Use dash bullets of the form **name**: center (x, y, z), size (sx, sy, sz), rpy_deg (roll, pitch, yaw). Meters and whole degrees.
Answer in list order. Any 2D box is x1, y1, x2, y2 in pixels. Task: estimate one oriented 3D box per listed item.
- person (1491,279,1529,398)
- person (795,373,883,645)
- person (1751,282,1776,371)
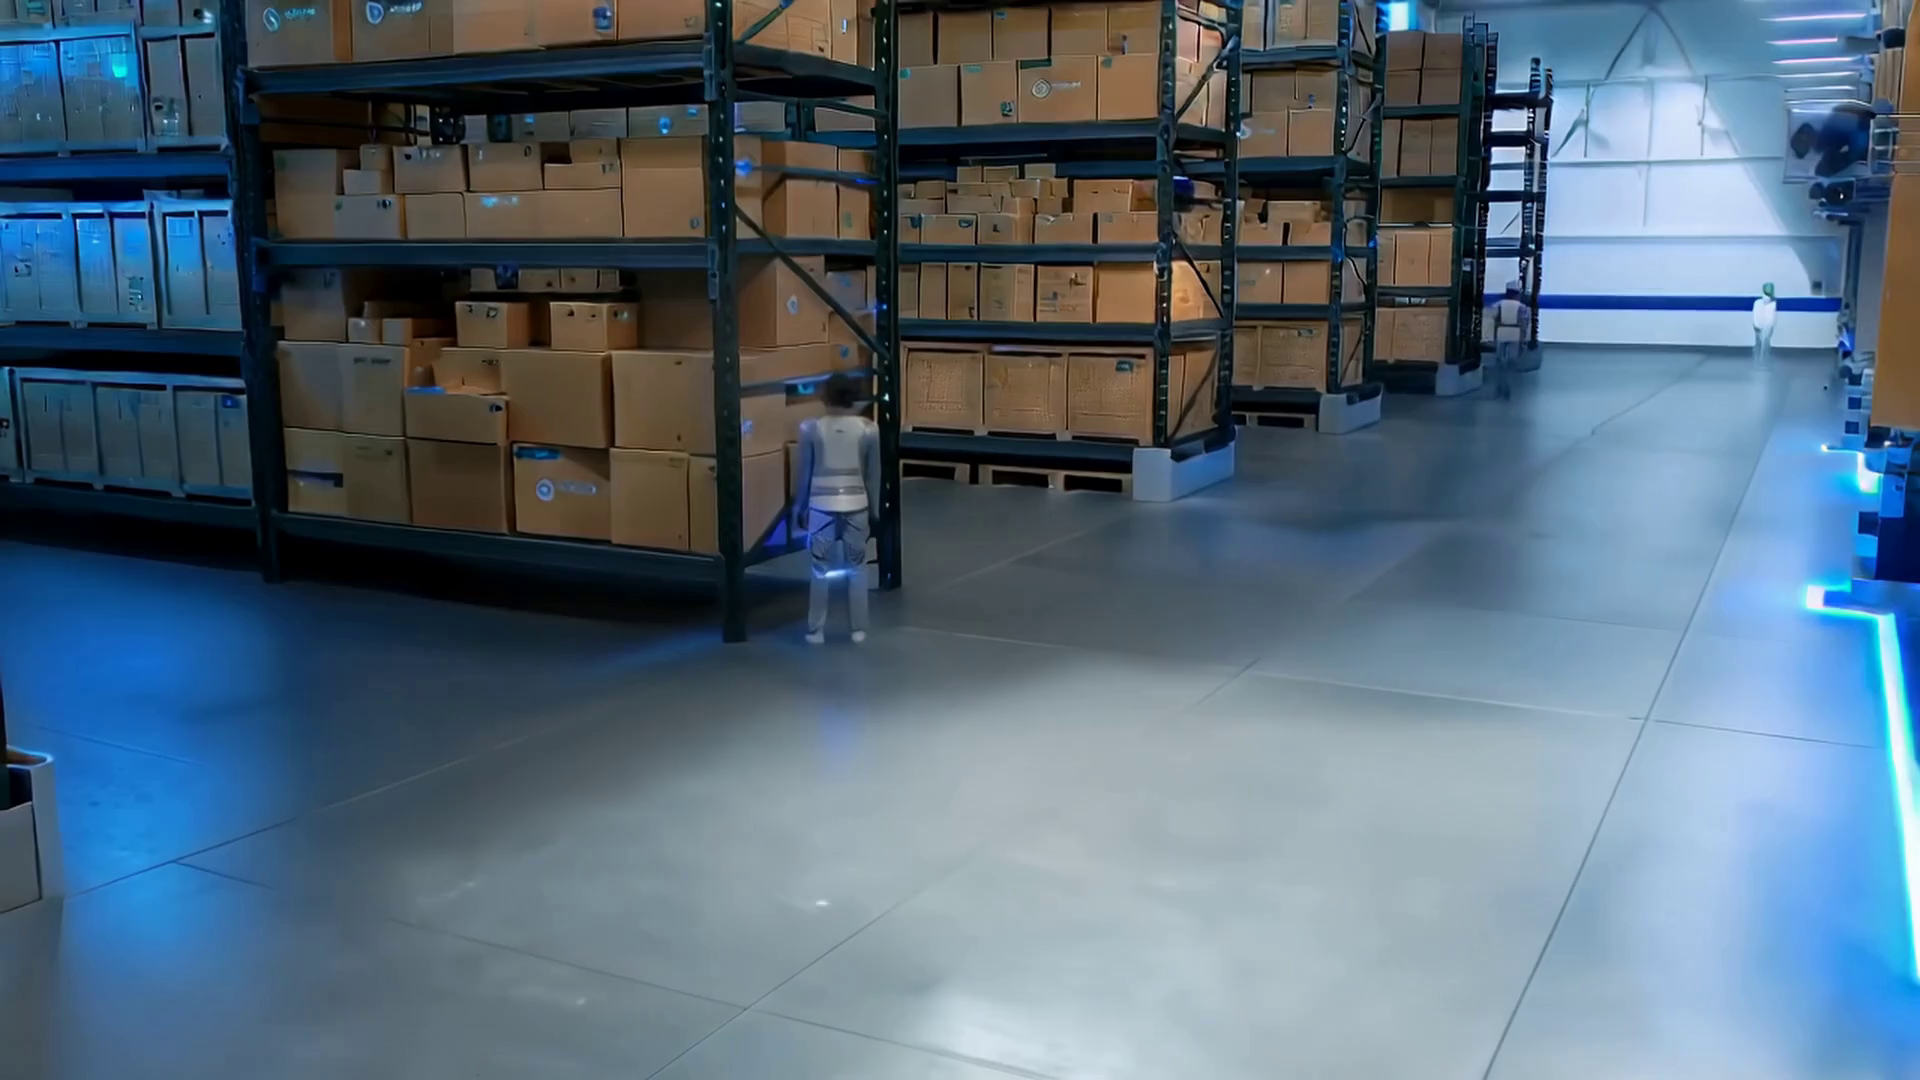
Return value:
- **person**: center (8.906, -3.256, 26.891), size (0.569, 1.908, 0.719), rpy_deg (5, 11, 26)
- **person**: center (-0.716, -0.178, 9.894), size (0.521, 1.631, 0.322), rpy_deg (-2, 10, -11)
- **person**: center (15.979, -4.233, 33.012), size (0.330, 1.751, 0.564), rpy_deg (-2, 10, -12)
